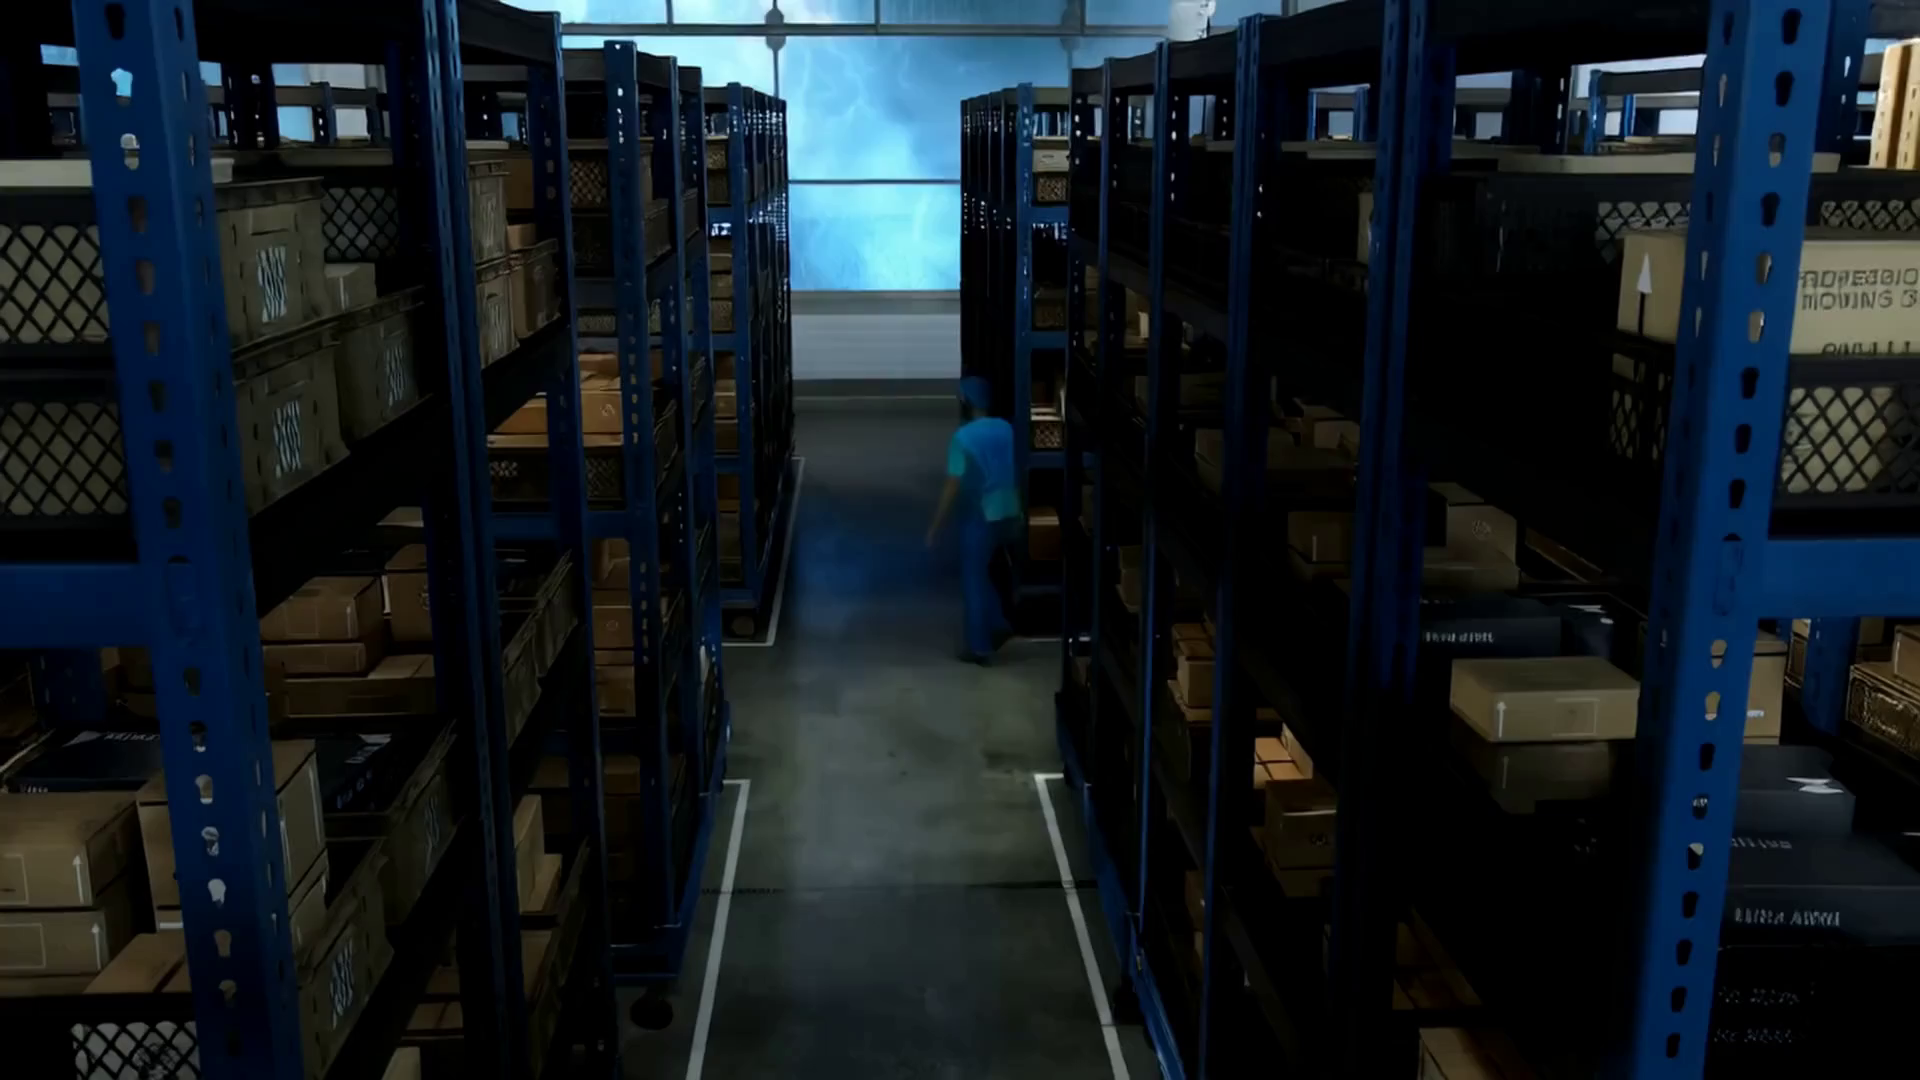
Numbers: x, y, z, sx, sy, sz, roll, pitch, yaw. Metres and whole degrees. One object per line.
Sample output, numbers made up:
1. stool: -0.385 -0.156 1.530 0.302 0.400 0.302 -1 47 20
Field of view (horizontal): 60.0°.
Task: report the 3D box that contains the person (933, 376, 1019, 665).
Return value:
1. person: 0.117 -0.108 10.457 0.448 1.817 0.697 8 16 30
